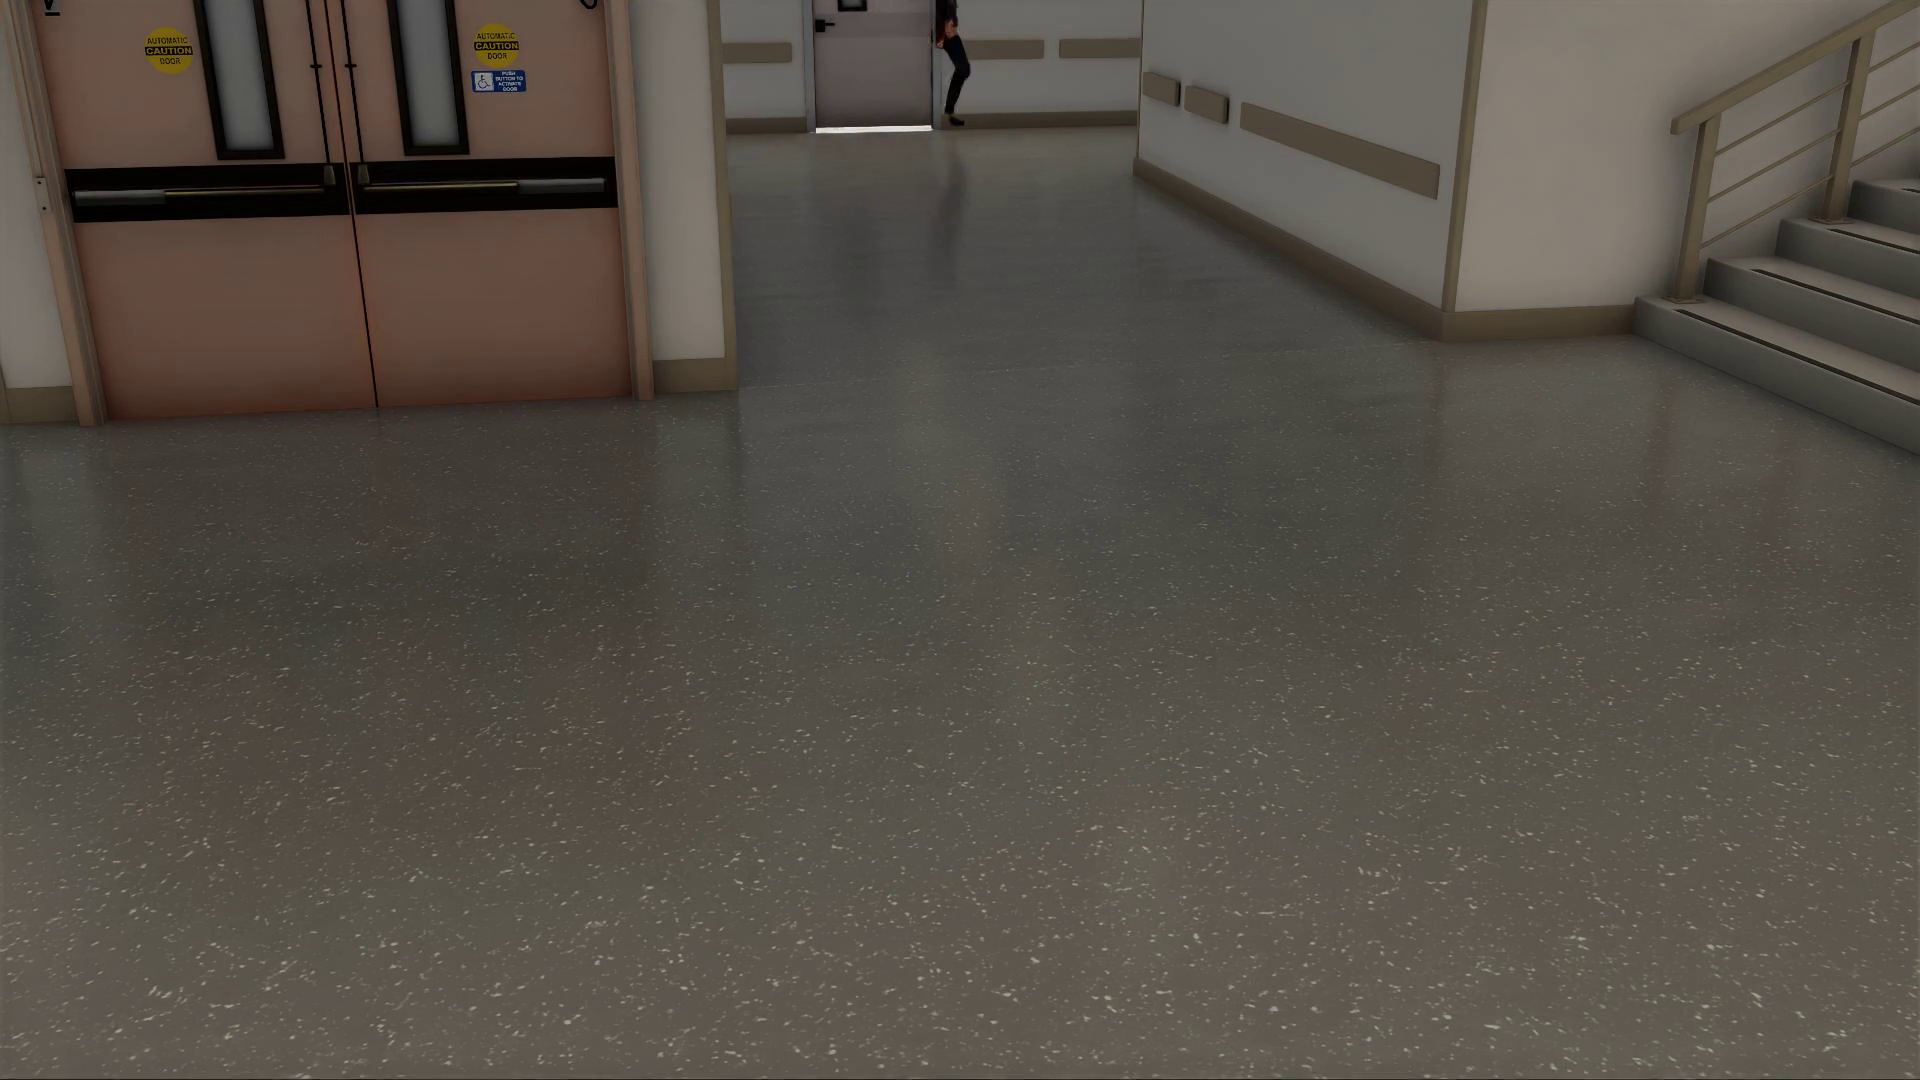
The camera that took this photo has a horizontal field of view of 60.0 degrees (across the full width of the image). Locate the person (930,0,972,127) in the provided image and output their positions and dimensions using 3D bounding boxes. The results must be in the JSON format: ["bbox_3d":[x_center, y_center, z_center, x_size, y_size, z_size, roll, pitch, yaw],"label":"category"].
[{"bbox_3d":[-0.224,-5.280,17.428,0.731,1.872,0.766,0,21,0],"label":"person"}]
